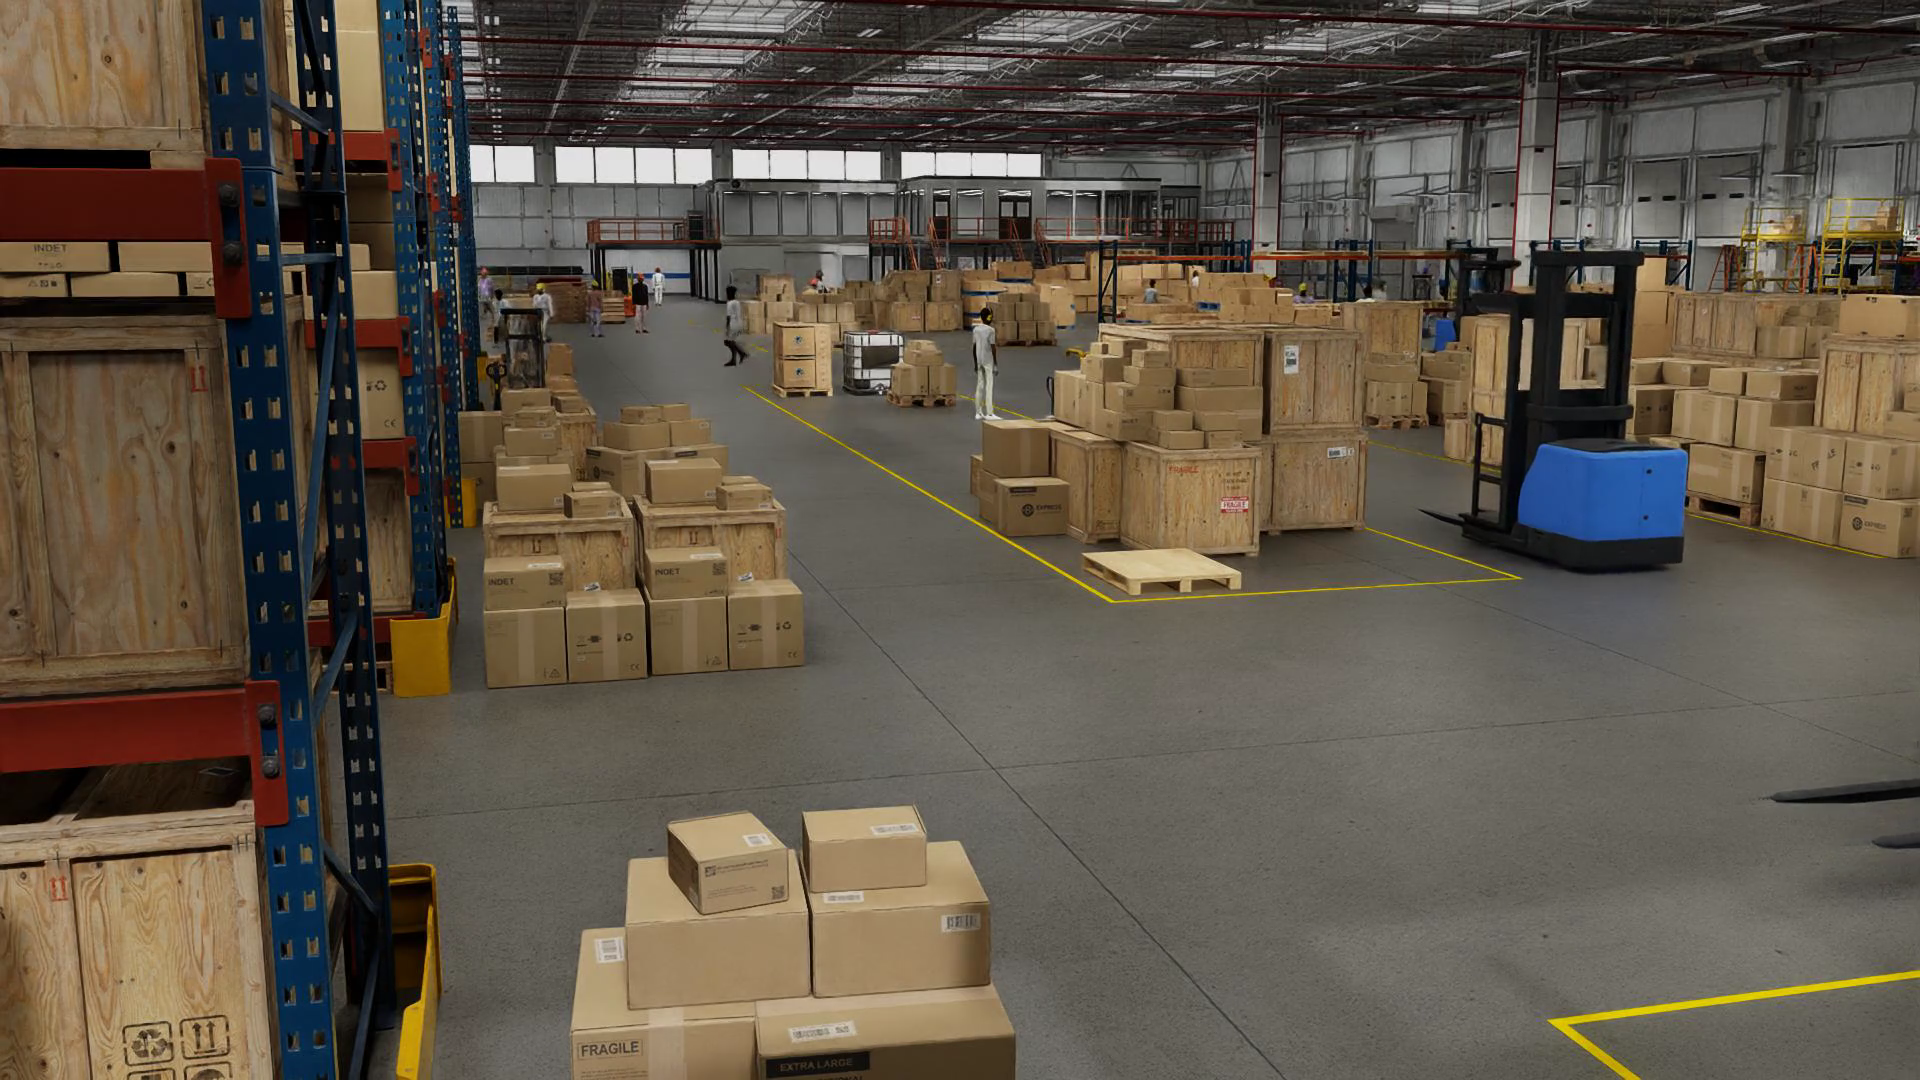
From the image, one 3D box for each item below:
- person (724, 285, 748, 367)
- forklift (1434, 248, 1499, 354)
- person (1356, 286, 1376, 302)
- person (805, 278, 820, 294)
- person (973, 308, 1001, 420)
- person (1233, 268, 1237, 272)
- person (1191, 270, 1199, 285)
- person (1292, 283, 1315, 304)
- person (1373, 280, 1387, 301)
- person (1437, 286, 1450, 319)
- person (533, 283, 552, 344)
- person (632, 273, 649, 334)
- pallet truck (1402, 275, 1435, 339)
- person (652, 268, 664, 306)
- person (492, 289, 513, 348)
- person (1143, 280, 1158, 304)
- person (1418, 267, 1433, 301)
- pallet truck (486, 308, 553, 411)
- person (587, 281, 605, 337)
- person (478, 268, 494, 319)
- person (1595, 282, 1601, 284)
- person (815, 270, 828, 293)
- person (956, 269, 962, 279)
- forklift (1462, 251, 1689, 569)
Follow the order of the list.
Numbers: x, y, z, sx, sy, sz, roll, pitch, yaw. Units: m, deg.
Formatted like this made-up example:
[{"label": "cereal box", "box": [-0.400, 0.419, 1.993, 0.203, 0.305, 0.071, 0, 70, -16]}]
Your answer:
[{"label": "person", "box": [-5.343, -5.061, 39.461, 0.546, 1.948, 0.641, 2, 10, 13]}, {"label": "forklift", "box": [12.395, -5.628, 40.044, 1.129, 2.768, 1.873, -3, 10, -15]}, {"label": "person", "box": [9.790, -5.169, 40.167, 0.391, 1.918, 0.590, -9, 13, -41]}, {"label": "person", "box": [-4.437, -6.882, 49.871, 0.554, 1.916, 0.696, 5, 11, 28]}, {"label": "person", "box": [0.438, -2.908, 27.523, 0.507, 1.865, 0.329, 9, 14, 42]}, {"label": "person", "box": [13.729, -12.737, 83.362, 0.638, 1.791, 0.942, 6, 12, 32]}, {"label": "person", "box": [9.276, -9.647, 65.470, 0.372, 1.940, 0.630, 7, 12, 33]}, {"label": "person", "box": [9.138, -5.905, 44.443, 0.607, 1.887, 0.906, 4, 11, 19]}, {"label": "person", "box": [12.233, -6.573, 48.220, 0.640, 1.883, 1.030, -9, 14, -42]}, {"label": "person", "box": [14.565, -6.820, 50.174, 0.322, 1.690, 0.532, -3, 10, -17]}, {"label": "person", "box": [-12.290, -6.687, 49.102, 0.604, 1.808, 0.776, 3, 10, 16]}, {"label": "person", "box": [-10.529, -7.800, 54.850, 0.377, 1.995, 0.612, 9, 14, 42]}, {"label": "pallet truck", "box": [14.620, -7.324, 52.145, 0.823, 1.965, 1.885, 8, 13, 40]}, {"label": "person", "box": [-14.515, -12.161, 79.980, 0.577, 1.833, 0.970, -3, 10, -16]}, {"label": "person", "box": [-13.024, -6.301, 47.283, 0.534, 1.669, 0.753, 3, 10, 14]}, {"label": "person", "box": [6.046, -7.305, 52.567, 0.512, 1.813, 1.015, 6, 12, 31]}, {"label": "person", "box": [21.205, -11.440, 75.696, 0.628, 1.900, 0.952, 0, 10, -2]}, {"label": "pallet truck", "box": [-6.242, -2.418, 24.362, 0.823, 1.965, 1.885, 1, 10, 3]}, {"label": "person", "box": [-11.575, -7.329, 52.828, 0.522, 1.769, 0.318, 3, 11, 19]}, {"label": "person", "box": [-18.735, -9.743, 65.779, 0.622, 2.028, 0.785, 5, 11, 25]}, {"label": "person", "box": [20.432, -7.416, 53.398, 0.370, 1.727, 0.505, -5, 11, -26]}, {"label": "person", "box": [-4.898, -8.447, 58.383, 0.536, 2.000, 0.688, -4, 11, -21]}, {"label": "person", "box": [-0.067, -11.095, 73.705, 0.579, 1.921, 0.451, 9, 13, 41]}, {"label": "forklift", "box": [5.694, -1.250, 15.253, 1.129, 2.768, 1.873, -3, 10, -16]}]
